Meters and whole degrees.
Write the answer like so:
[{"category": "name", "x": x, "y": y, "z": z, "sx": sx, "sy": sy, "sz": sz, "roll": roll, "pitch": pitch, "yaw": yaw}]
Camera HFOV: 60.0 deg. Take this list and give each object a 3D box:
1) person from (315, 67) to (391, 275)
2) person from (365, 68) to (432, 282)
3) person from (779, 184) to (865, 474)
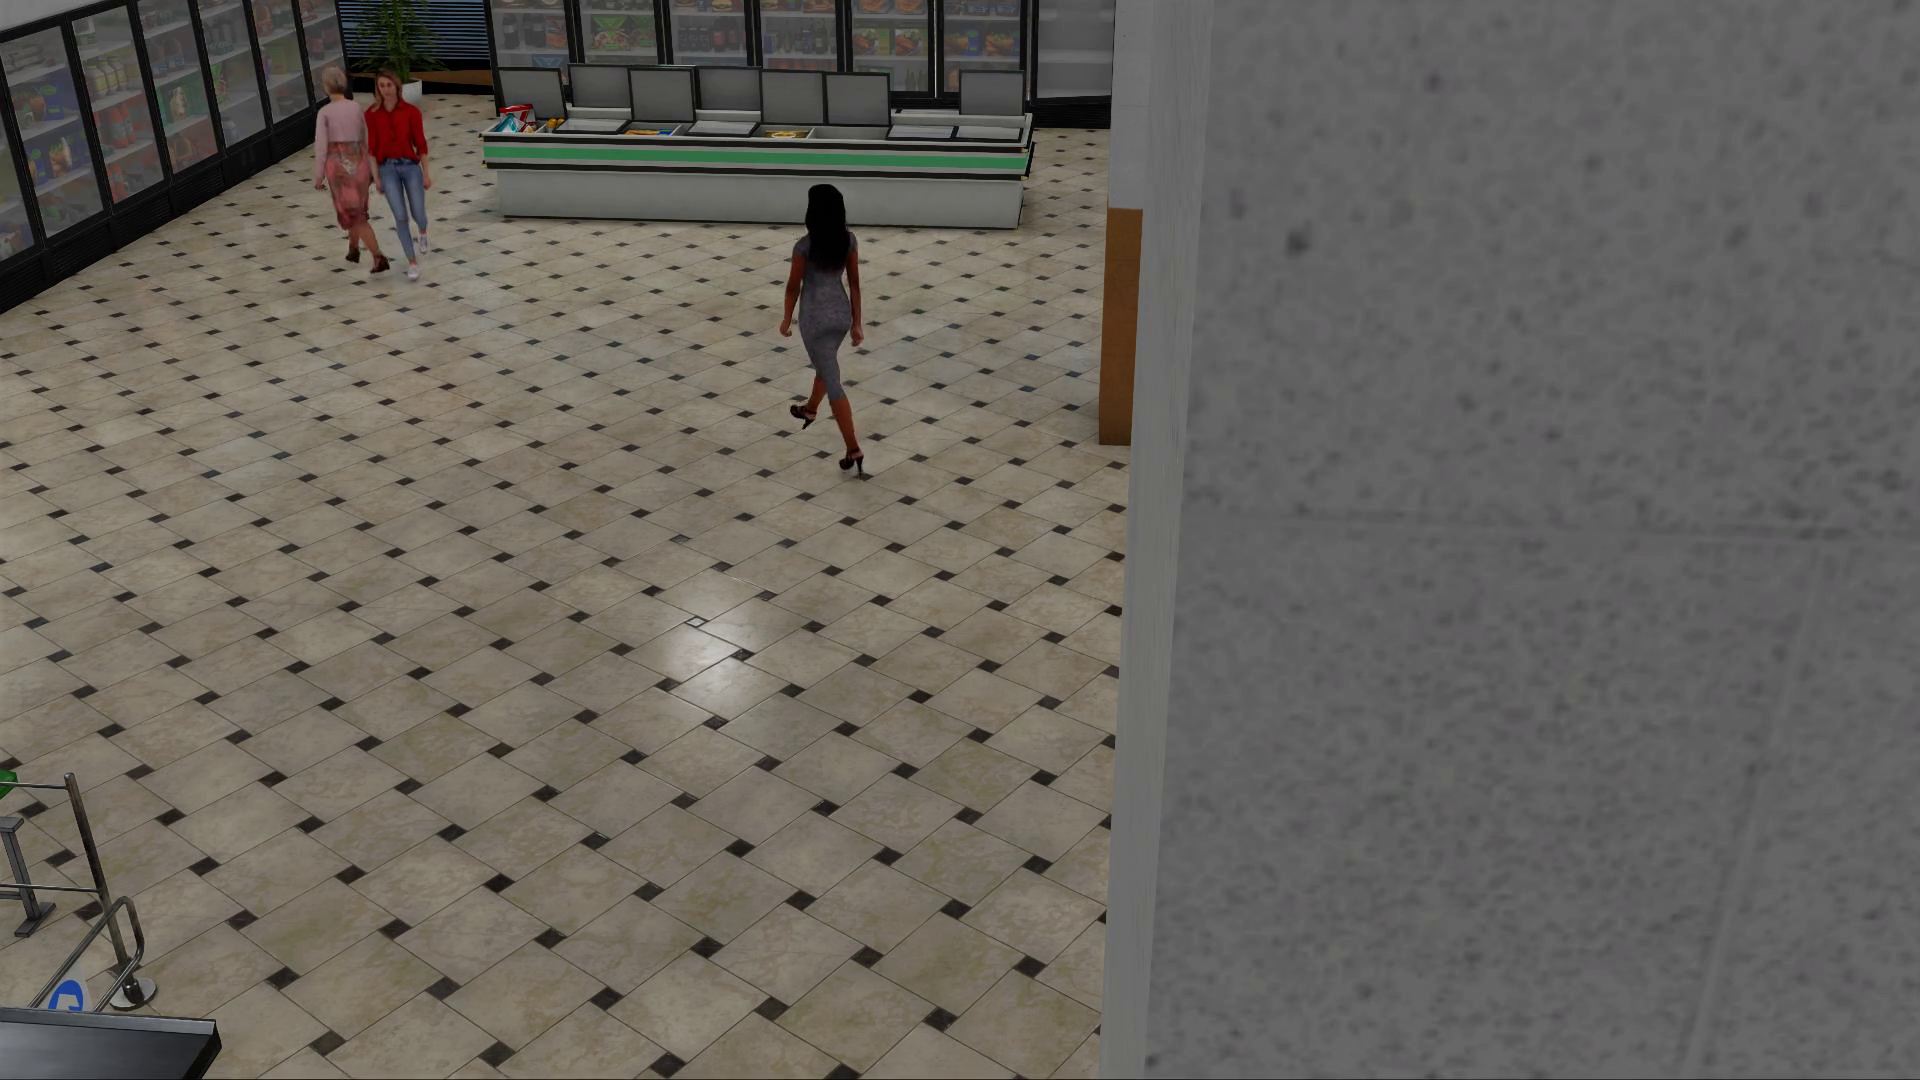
[{"category": "person", "x": -4.952, "y": -2.977, "z": 13.588, "sx": 1.066, "sy": 1.667, "sz": 0.917, "roll": 19, "pitch": 33, "yaw": 33}, {"category": "person", "x": -4.572, "y": -3.008, "z": 13.623, "sx": 0.913, "sy": 1.691, "sz": 0.841, "roll": -5, "pitch": 27, "yaw": -11}, {"category": "person", "x": -0.757, "y": -1.227, "z": 10.063, "sx": 1.100, "sy": 1.734, "sz": 1.135, "roll": -20, "pitch": 33, "yaw": -34}]
